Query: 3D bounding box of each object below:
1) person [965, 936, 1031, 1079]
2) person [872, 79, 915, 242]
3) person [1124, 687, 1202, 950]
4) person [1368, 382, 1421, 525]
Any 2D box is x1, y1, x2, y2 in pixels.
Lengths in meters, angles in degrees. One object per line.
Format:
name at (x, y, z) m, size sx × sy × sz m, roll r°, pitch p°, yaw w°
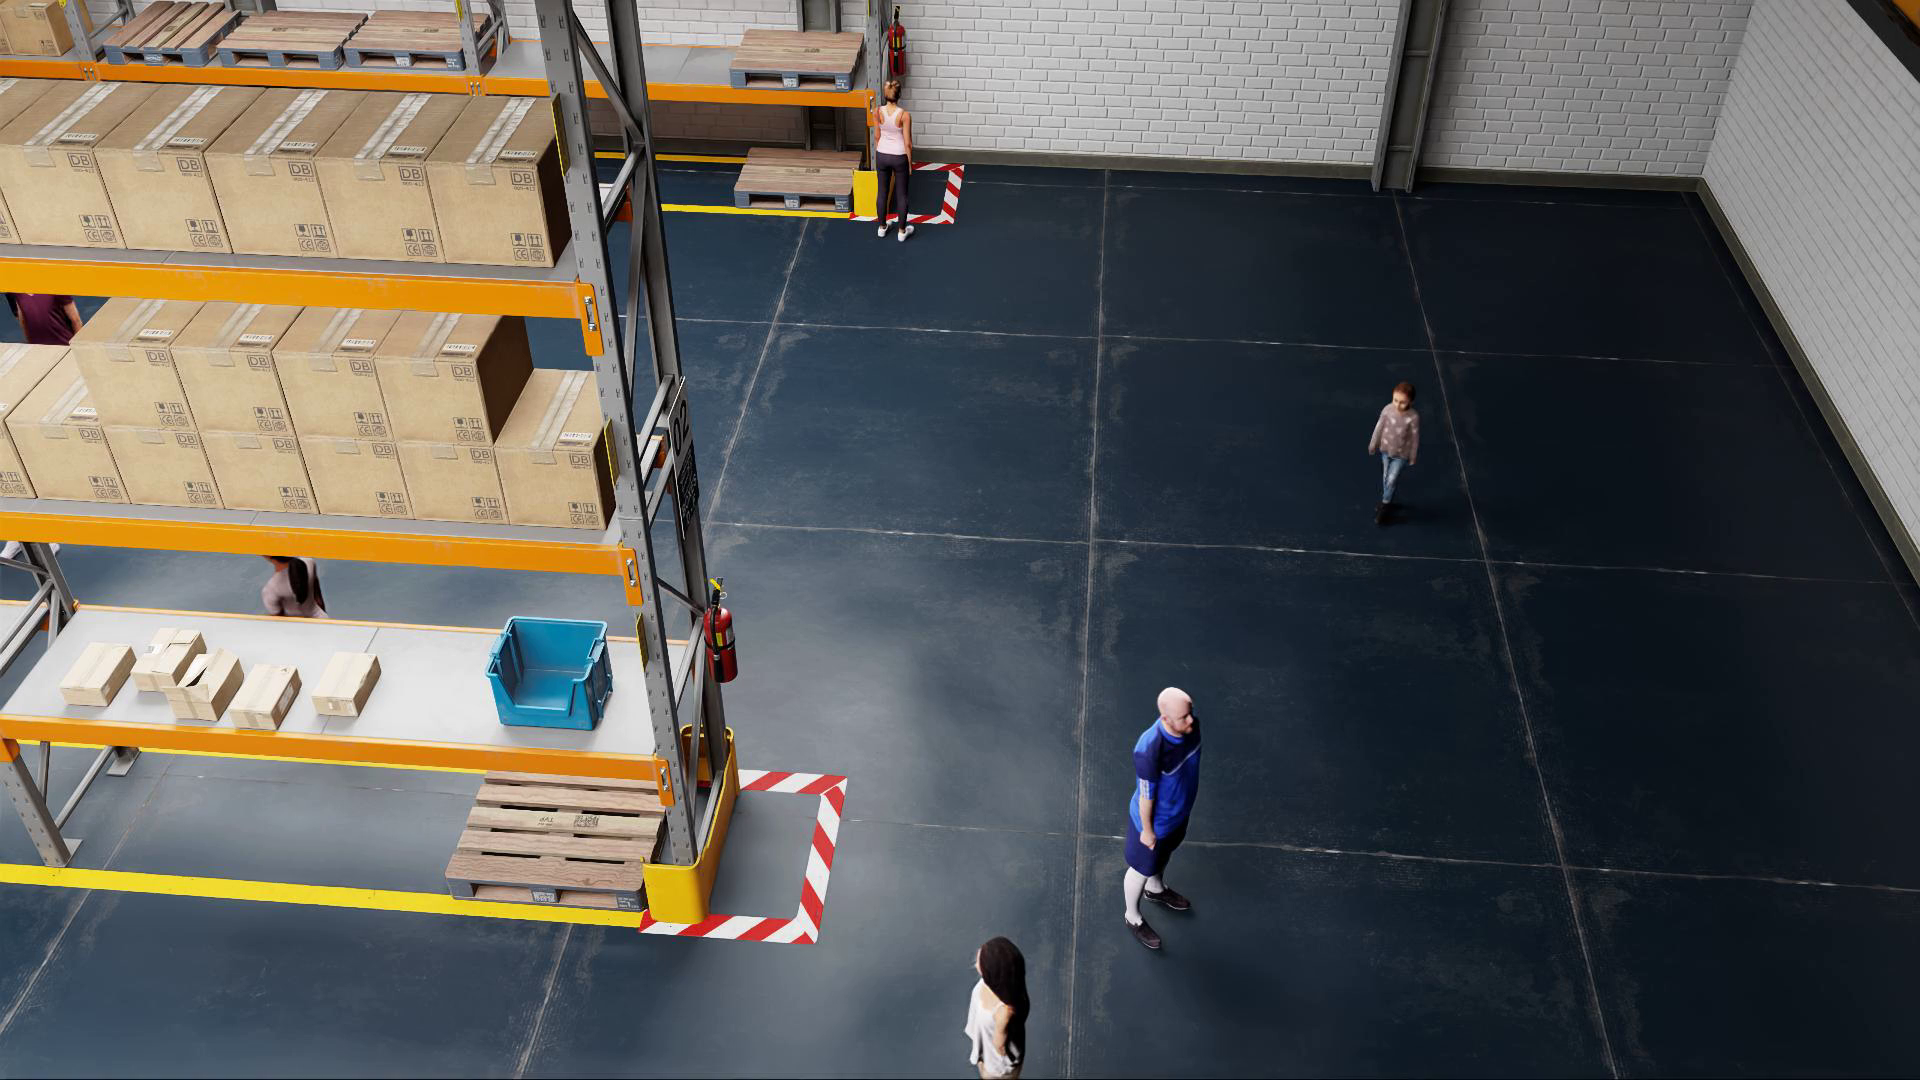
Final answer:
person at (0.202, 2.536, 8.328) m, size 0.670 × 1.653 × 0.607 m, roll -4°, pitch 39°, yaw -5°
person at (-0.659, -3.698, 16.139) m, size 0.520 × 1.648 × 0.648 m, roll 11°, pitch 40°, yaw 13°
person at (1.147, 1.529, 9.438) m, size 0.760 × 1.842 × 0.758 m, roll 25°, pitch 45°, yaw 28°
person at (3.377, -0.725, 12.786) m, size 0.650 × 1.186 × 0.708 m, roll 29°, pitch 47°, yaw 32°
